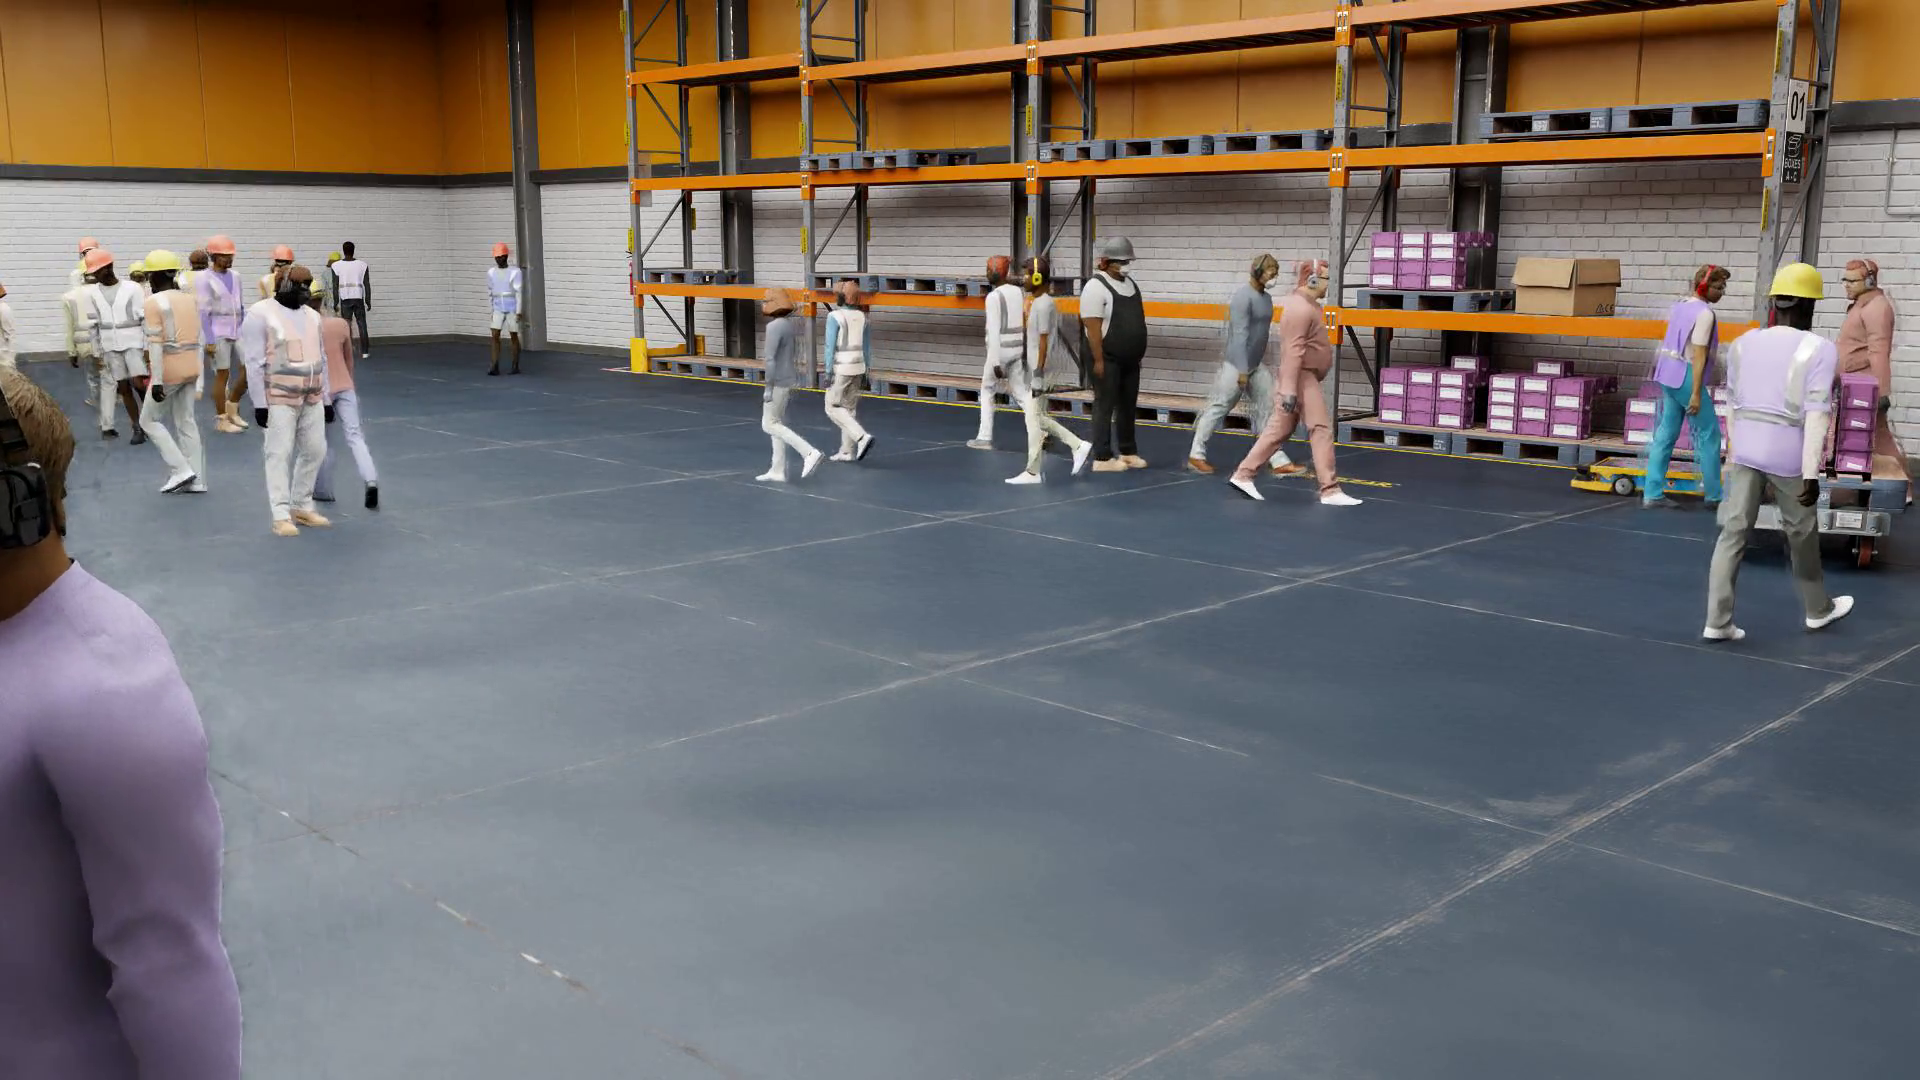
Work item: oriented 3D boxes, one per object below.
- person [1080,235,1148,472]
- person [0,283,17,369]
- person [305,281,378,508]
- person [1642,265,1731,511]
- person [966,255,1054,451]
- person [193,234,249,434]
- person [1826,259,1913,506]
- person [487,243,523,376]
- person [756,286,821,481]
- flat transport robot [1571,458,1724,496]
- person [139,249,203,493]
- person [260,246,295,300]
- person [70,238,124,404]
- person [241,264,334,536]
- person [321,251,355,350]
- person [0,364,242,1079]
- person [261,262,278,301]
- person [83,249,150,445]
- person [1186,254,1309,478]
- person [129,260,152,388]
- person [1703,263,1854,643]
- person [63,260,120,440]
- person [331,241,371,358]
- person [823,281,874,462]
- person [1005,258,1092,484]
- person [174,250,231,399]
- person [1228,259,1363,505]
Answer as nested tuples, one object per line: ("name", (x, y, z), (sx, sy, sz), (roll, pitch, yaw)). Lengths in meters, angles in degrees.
("person", (1.350, -1.612, 14.332), (0.544, 2.000, 0.704), (9, 14, 41))
("person", (-9.469, -1.781, 16.366), (0.499, 1.634, 0.285), (6, 12, 30))
("person", (-4.689, -1.095, 12.391), (0.887, 1.716, 0.531), (10, 14, 43))
("person", (5.443, -1.100, 12.178), (0.836, 1.795, 0.595), (0, 10, 1))
("person", (0.469, -1.734, 15.537), (0.910, 1.849, 0.582), (9, 13, 39))
("person", (-7.467, -2.082, 16.936), (0.443, 2.023, 0.629), (4, 11, 20))
("person", (6.698, -1.154, 12.380), (0.926, 1.850, 0.636), (5, 12, 25))
("person", (-6.589, -3.311, 23.984), (0.548, 1.907, 0.842), (1, 10, 5))
("person", (-1.429, -1.260, 13.574), (0.501, 1.612, 0.509), (2, 11, 10))
("flat transport robot", (5.598, -0.482, 13.000), (1.431, 0.197, 0.652), (7, 12, 33))
("person", (-6.155, -1.298, 12.965), (0.428, 1.908, 0.622), (2, 11, 12))
("person", (-8.236, -2.639, 20.355), (0.548, 1.882, 0.992), (-1, 10, -6))
("person", (-10.381, -2.630, 20.021), (0.392, 1.991, 0.613), (6, 12, 31))
("person", (-4.574, -0.951, 11.357), (0.469, 1.826, 0.668), (5, 12, 26))
("person", (-10.950, -4.200, 29.261), (0.493, 1.741, 0.326), (0, 10, -2))
("person", (-1.201, 0.711, 2.104), (0.986, 1.892, 0.644), (-9, 14, -41))
("person", (-10.267, -3.386, 25.122), (0.537, 1.623, 0.368), (-6, 12, -32))
("person", (-8.113, -1.854, 16.074), (0.584, 1.887, 0.499), (-1, 10, -6))
("person", (2.392, -1.451, 13.939), (1.063, 1.873, 0.681), (7, 12, 34))
("person", (-9.267, -2.303, 18.912), (0.513, 1.743, 0.740), (-3, 11, -16))
("person", (4.128, -0.427, 8.321), (0.983, 1.877, 0.612), (-6, 12, -30))
("person", (-8.589, -1.928, 16.706), (0.608, 1.796, 0.792), (-2, 11, -9))
("person", (-10.037, -3.959, 27.465), (0.595, 1.917, 0.373), (-5, 12, -26))
("person", (-0.968, -1.476, 14.711), (0.494, 1.624, 0.537), (7, 13, 35))
("person", (0.724, -1.362, 13.529), (0.640, 1.849, 0.506), (0, 10, -2))
("person", (-9.407, -2.679, 20.695), (0.621, 1.845, 0.429), (-4, 11, -23))
("person", (2.526, -1.191, 12.561), (0.976, 1.860, 0.647), (1, 10, 8))
